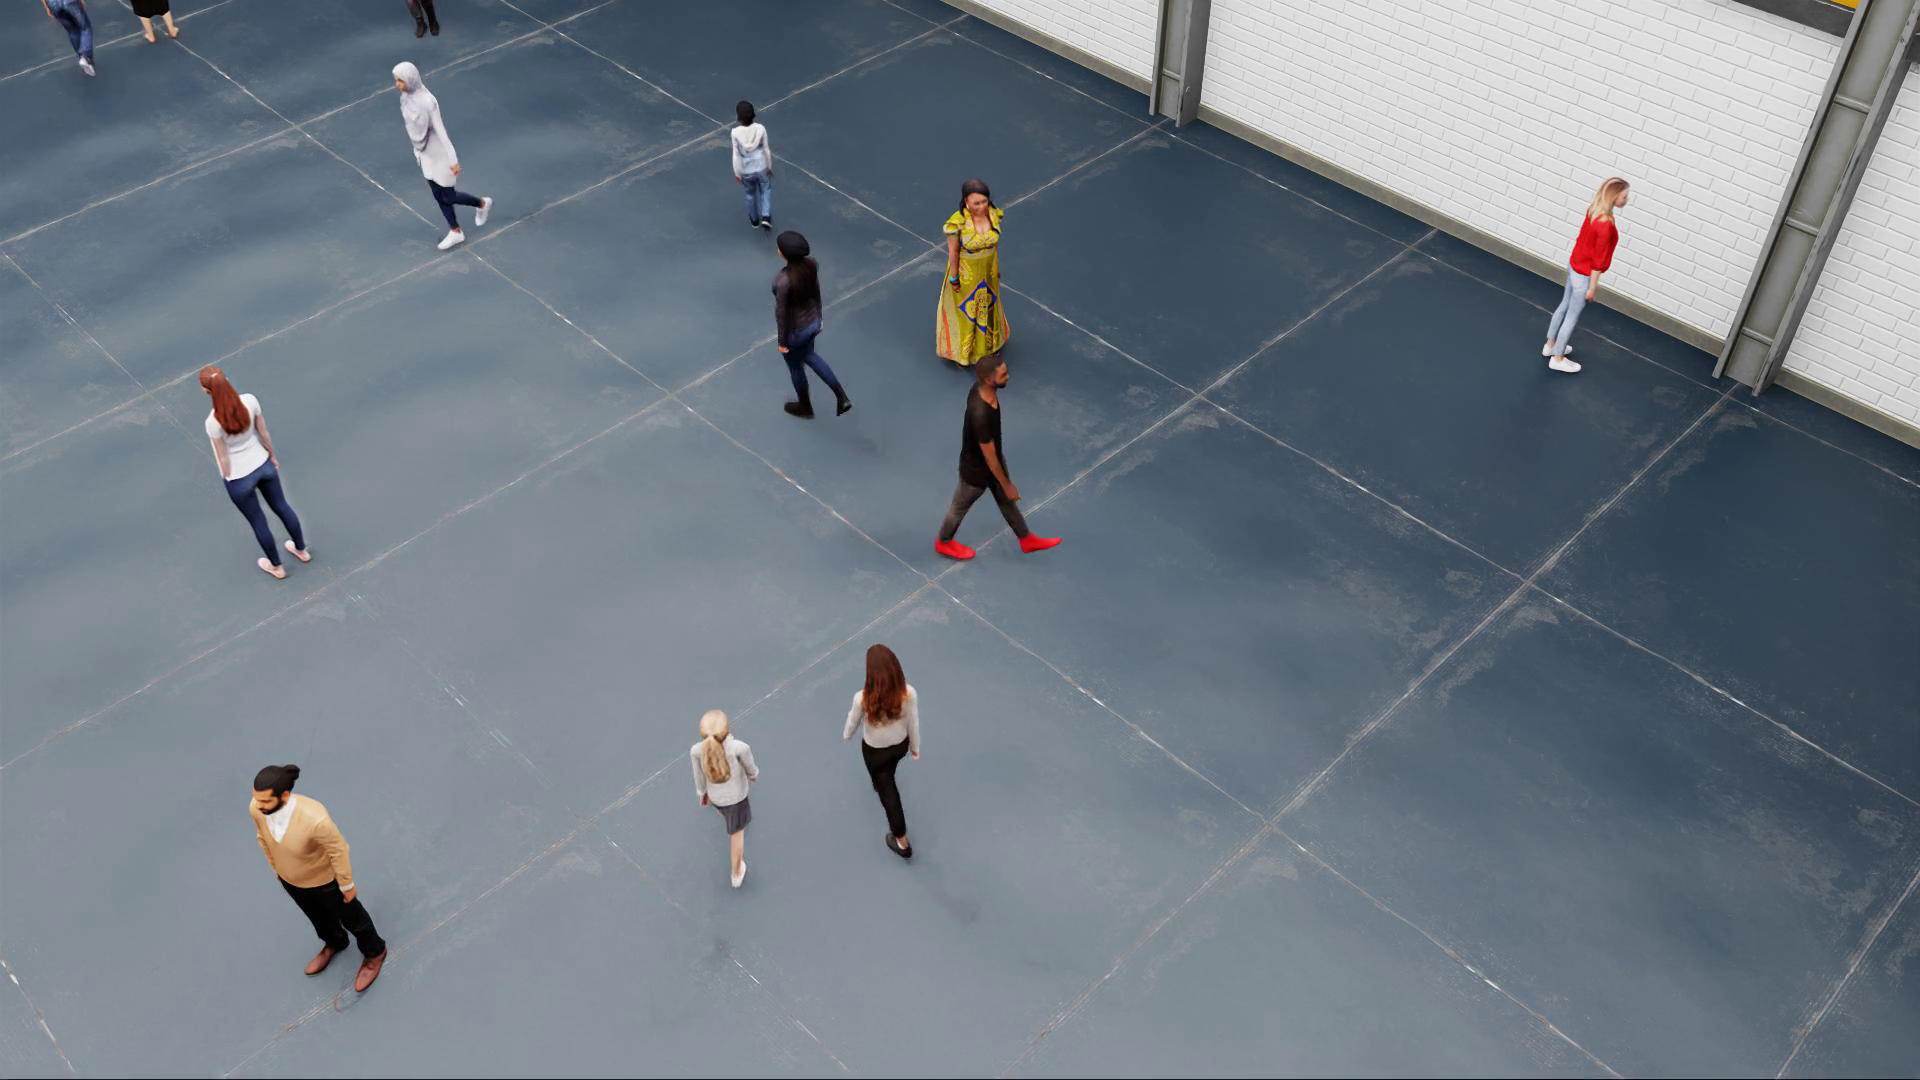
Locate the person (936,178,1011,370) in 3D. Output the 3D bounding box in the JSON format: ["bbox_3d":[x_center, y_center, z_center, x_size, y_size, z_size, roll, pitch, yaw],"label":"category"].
[{"bbox_3d":[0.108,-2.133,13.181,0.900,1.661,0.831,-26,50,-25],"label":"person"}]

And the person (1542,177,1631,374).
[{"bbox_3d":[4.926,-2.107,13.120,0.725,1.706,0.675,2,44,2],"label":"person"}]

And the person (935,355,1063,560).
[{"bbox_3d":[0.040,-0.521,11.413,1.222,1.765,1.041,8,44,9],"label":"person"}]

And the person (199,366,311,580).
[{"bbox_3d":[-4.841,-0.457,11.366,0.581,1.737,0.598,24,48,23],"label":"person"}]

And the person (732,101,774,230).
[{"bbox_3d":[-1.818,-3.273,14.671,0.652,1.255,0.736,-9,44,-9],"label":"person"}]

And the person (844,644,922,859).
[{"bbox_3d":[-0.407,1.276,9.762,0.855,1.440,1.084,-14,45,-14],"label":"person"}]

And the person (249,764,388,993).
[{"bbox_3d":[-3.486,1.796,8.990,0.674,1.753,0.807,13,45,13],"label":"person"}]

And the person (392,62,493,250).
[{"bbox_3d":[-4.447,-3.350,14.391,0.775,1.753,0.743,32,52,29],"label":"person"}]

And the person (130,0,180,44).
[{"bbox_3d":[-8.548,-5.965,17.229,0.636,1.625,0.644,-21,47,-20],"label":"person"}]

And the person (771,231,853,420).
[{"bbox_3d":[-1.129,-1.544,12.510,0.930,1.733,0.735,24,48,23],"label":"person"}]

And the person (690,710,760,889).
[{"bbox_3d":[-1.355,1.494,9.674,0.876,1.247,0.895,3,44,3],"label":"person"}]

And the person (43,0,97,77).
[{"bbox_3d":[-8.963,-5.354,16.643,0.776,1.549,0.919,-10,45,-10],"label":"person"}]
